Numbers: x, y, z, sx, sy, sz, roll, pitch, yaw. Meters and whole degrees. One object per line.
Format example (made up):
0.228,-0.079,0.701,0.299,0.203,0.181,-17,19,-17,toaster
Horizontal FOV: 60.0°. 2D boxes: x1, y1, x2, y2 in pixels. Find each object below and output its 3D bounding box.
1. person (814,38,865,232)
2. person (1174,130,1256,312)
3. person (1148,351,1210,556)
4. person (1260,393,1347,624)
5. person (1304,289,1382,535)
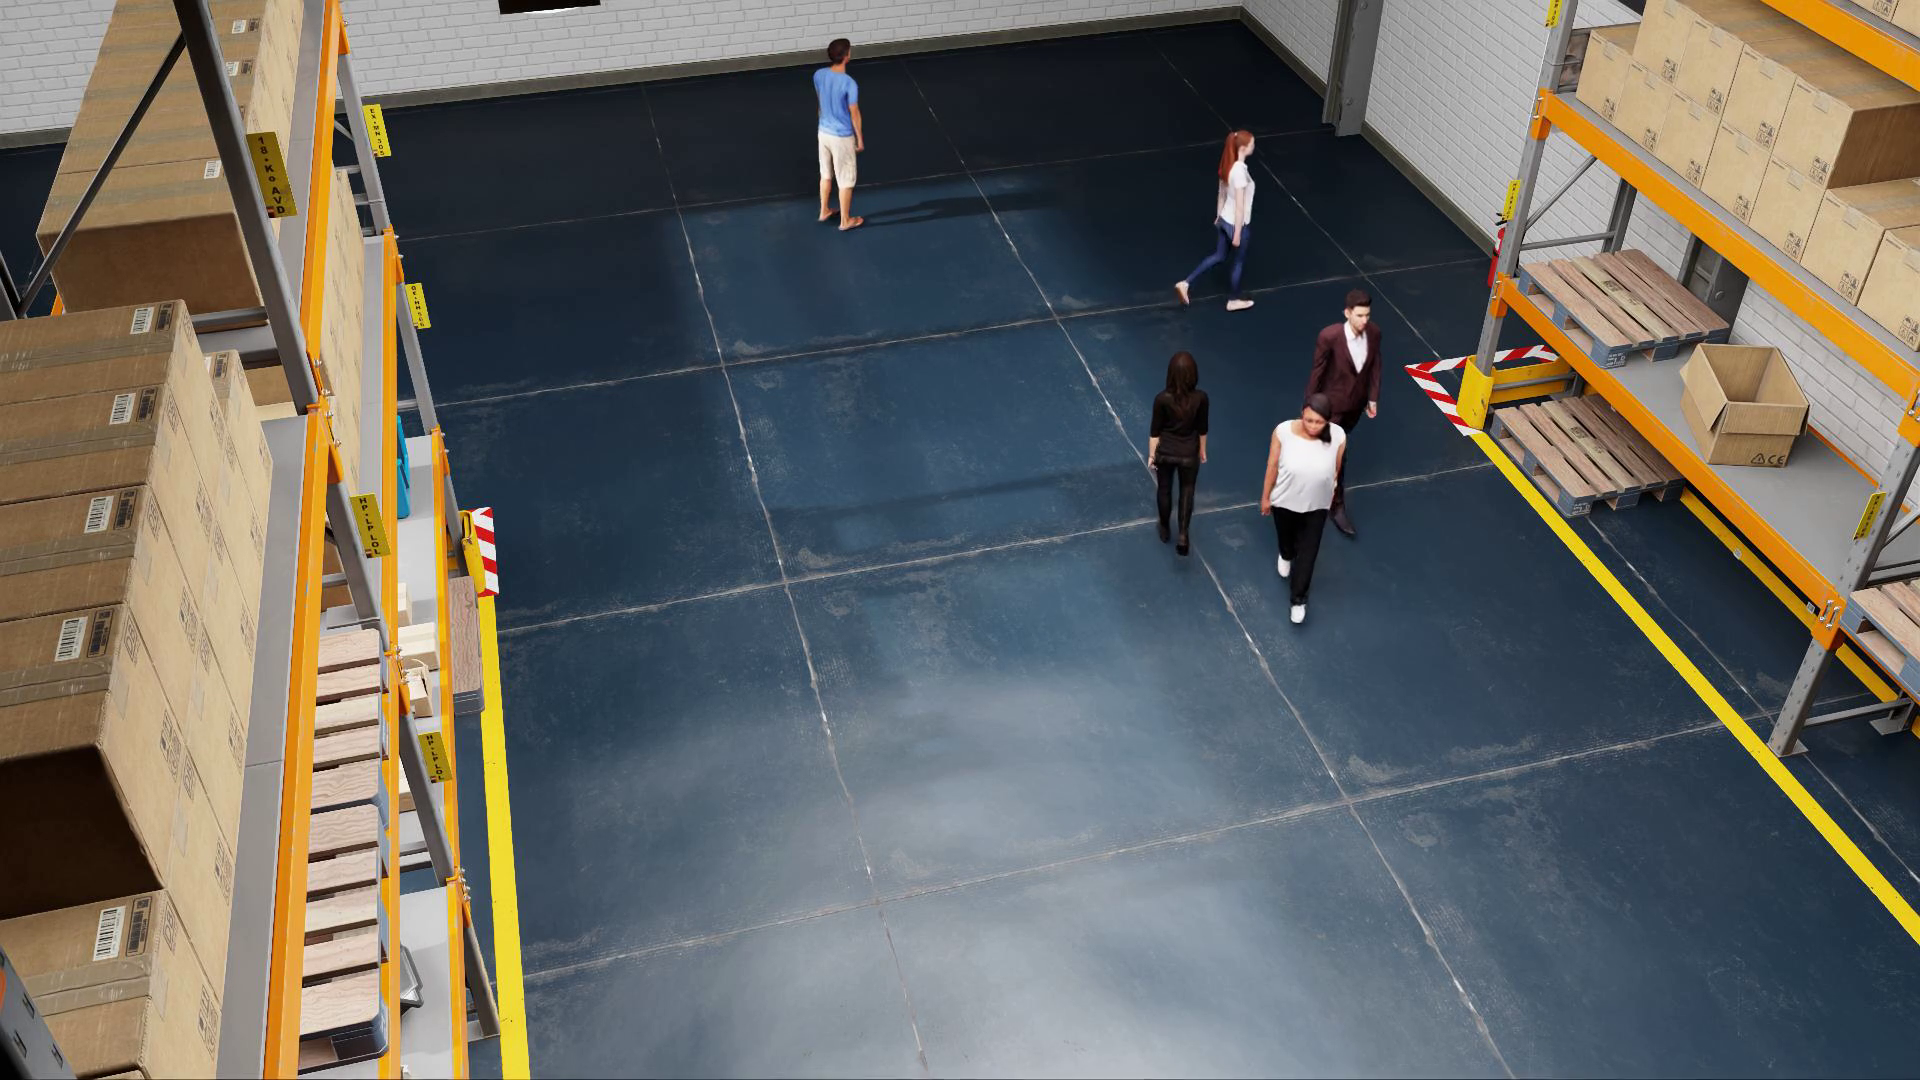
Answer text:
-1.166,-3.808,15.661,0.761,1.860,0.843,24,44,27,person
2.274,-2.719,14.407,0.630,1.722,0.915,-10,40,-13,person
1.554,-0.574,11.792,0.724,1.634,0.915,1,39,1,person
2.357,-0.329,11.479,0.973,1.642,1.190,7,39,9,person
2.770,-1.052,12.232,0.752,1.832,1.181,-12,40,-15,person
